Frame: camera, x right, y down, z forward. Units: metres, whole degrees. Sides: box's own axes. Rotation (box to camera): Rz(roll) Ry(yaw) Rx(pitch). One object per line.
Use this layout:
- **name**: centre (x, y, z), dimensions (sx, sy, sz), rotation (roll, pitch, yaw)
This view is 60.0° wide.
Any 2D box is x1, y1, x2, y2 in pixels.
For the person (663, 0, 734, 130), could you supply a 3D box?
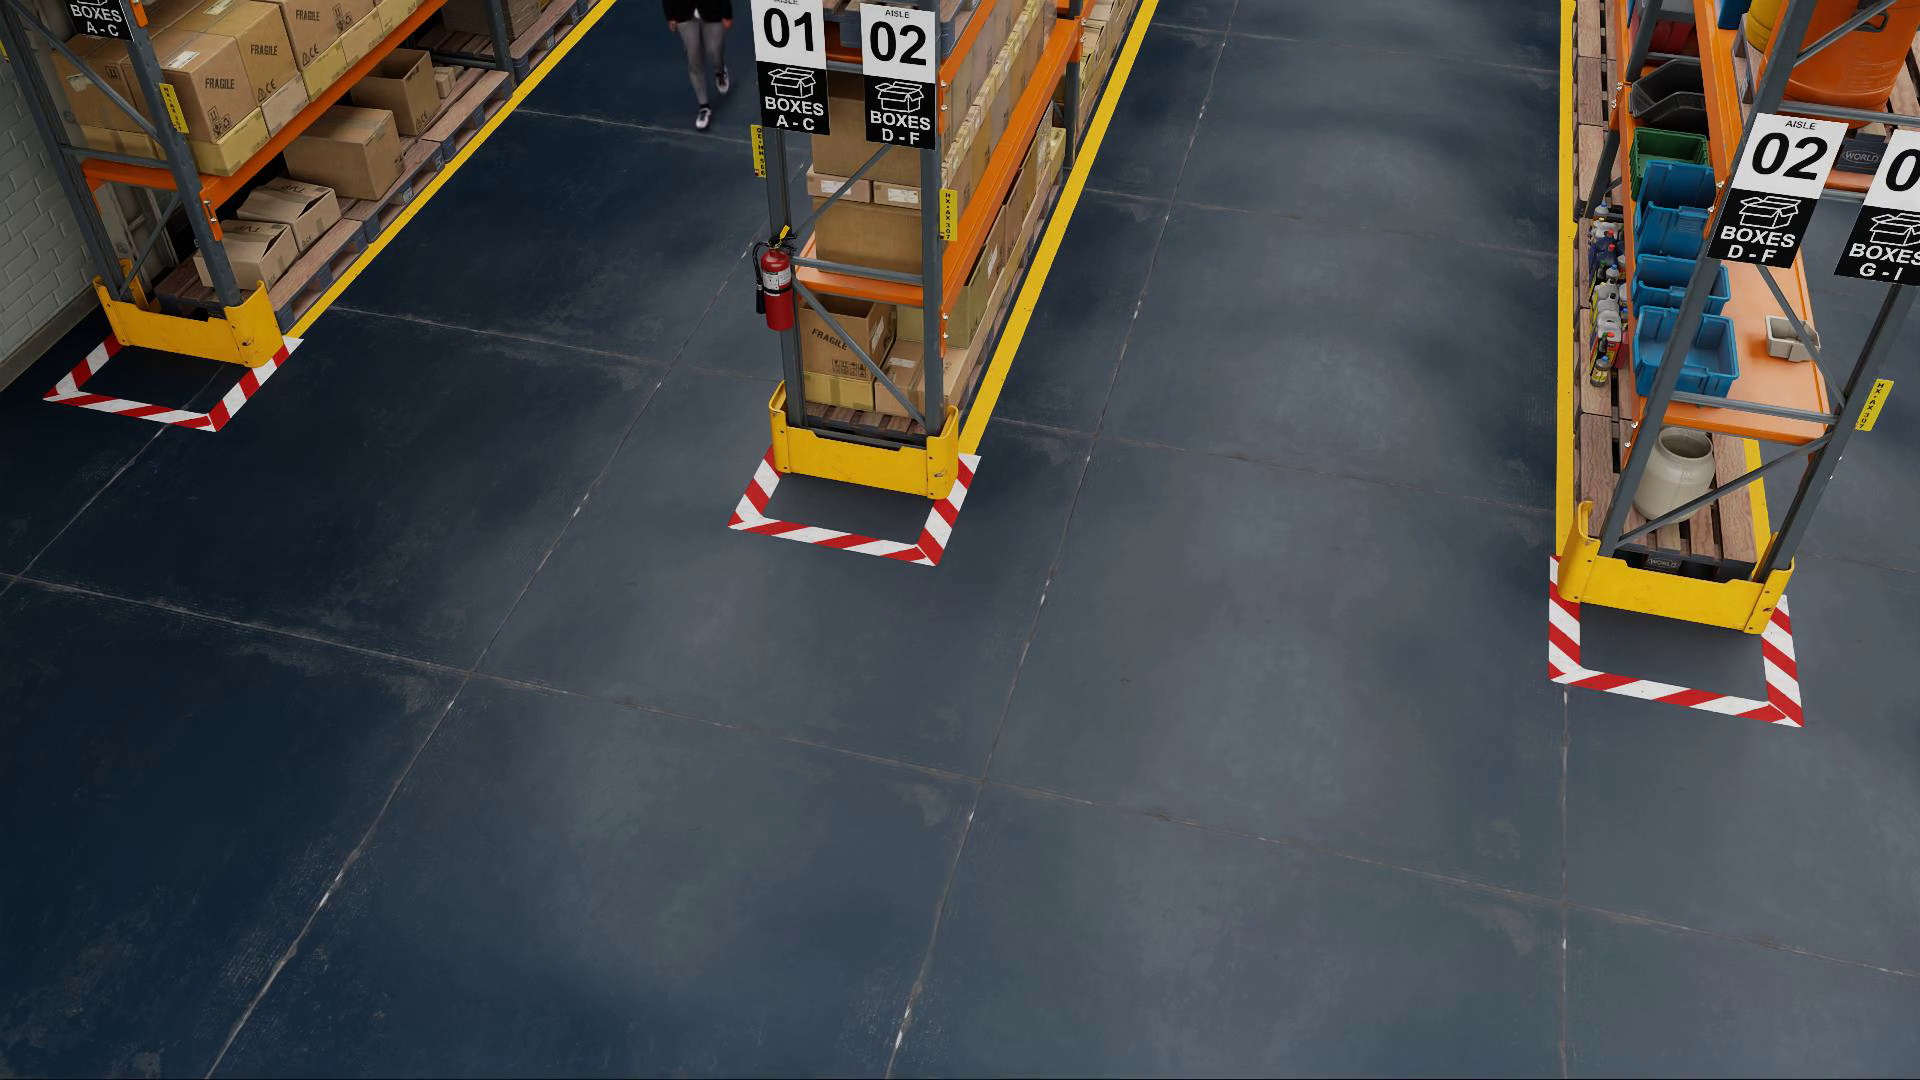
- **person**: centre (-2.106, -4.344, 13.477), dimensions (0.834, 1.934, 0.994), rotation (3, 43, 3)
